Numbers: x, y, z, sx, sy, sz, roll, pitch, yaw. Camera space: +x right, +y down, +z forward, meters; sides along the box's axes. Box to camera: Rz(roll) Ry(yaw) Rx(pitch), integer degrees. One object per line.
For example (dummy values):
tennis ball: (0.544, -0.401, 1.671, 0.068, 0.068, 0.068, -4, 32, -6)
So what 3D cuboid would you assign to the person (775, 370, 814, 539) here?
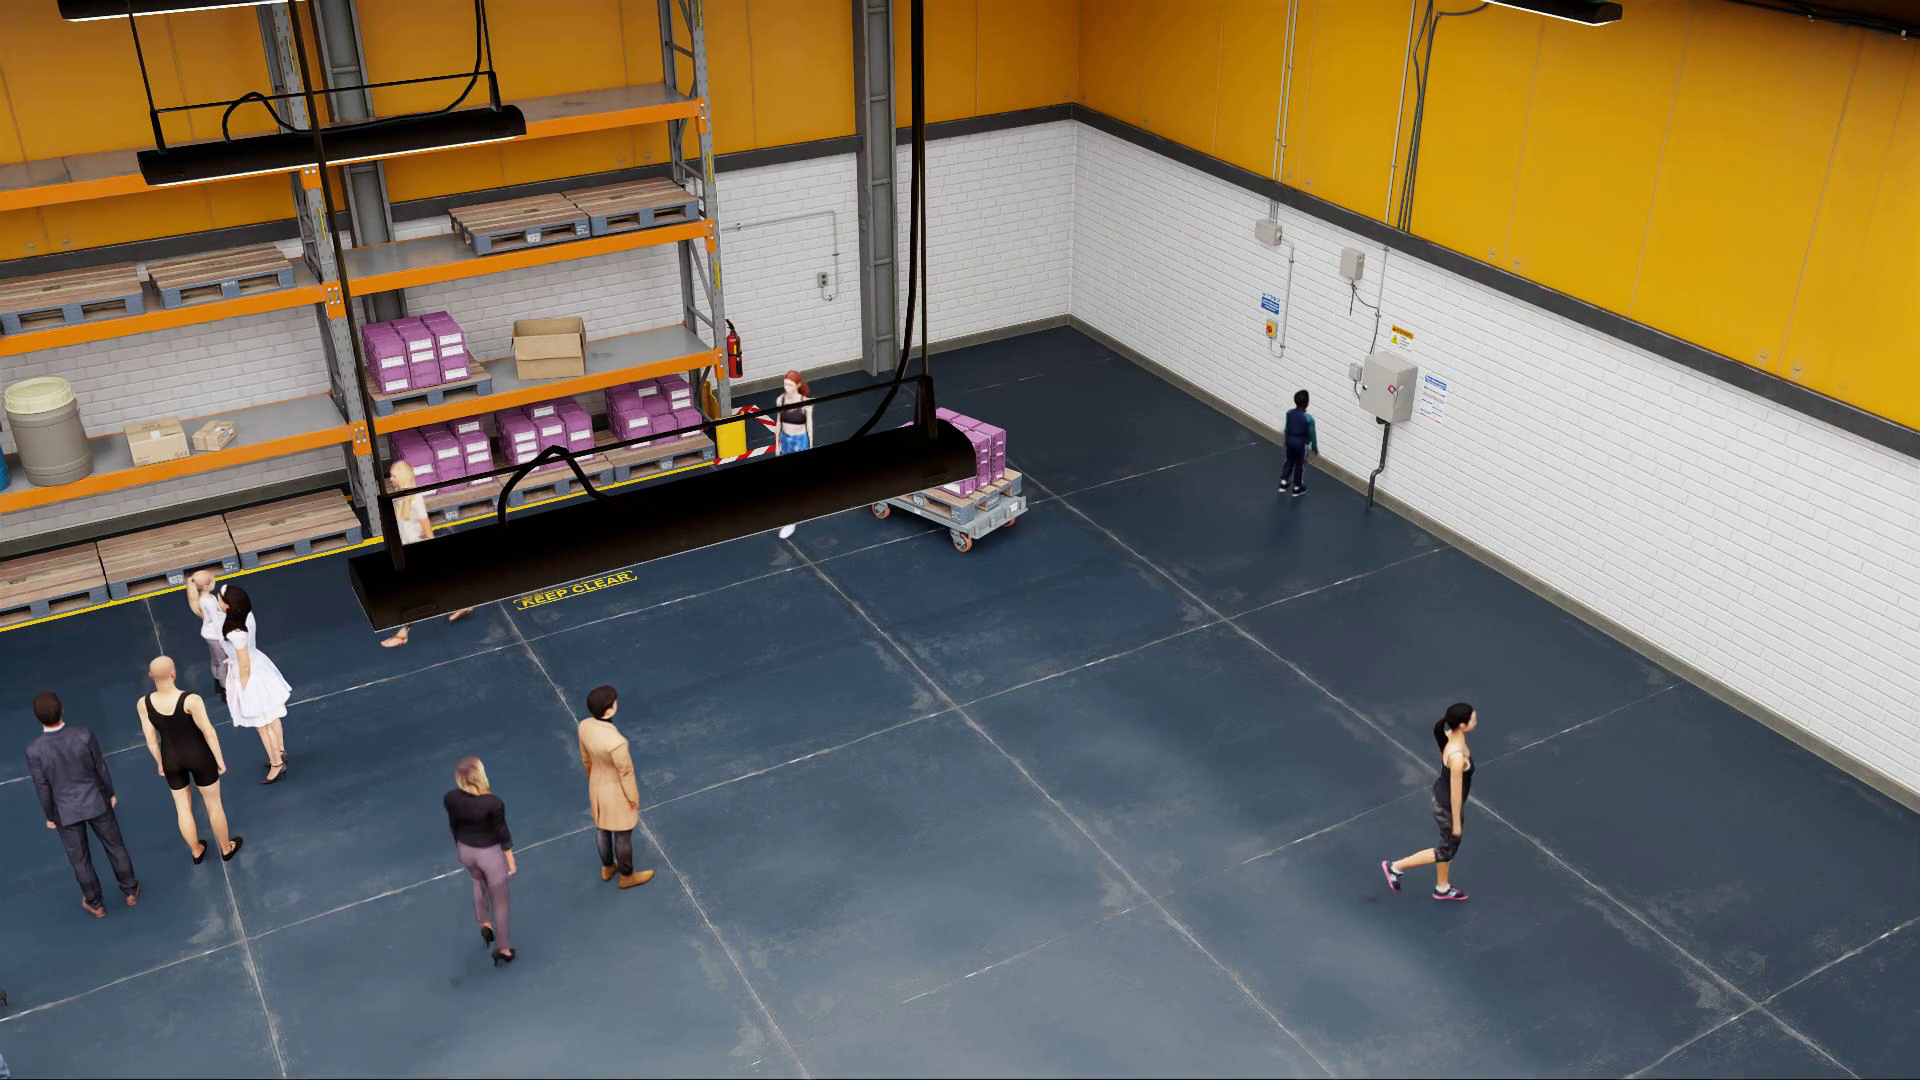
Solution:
person: (-1.685, -0.958, 17.414, 1.029, 1.756, 1.192, 12, 31, 20)

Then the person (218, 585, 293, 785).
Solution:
person: (-5.729, 1.159, 13.469, 0.832, 1.816, 0.797, -6, 29, -10)

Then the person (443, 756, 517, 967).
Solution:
person: (-3.370, 2.278, 11.588, 0.749, 1.655, 0.812, 8, 30, 14)

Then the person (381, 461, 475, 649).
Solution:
person: (-4.949, 0.078, 15.497, 1.244, 1.774, 0.802, -23, 36, -36)

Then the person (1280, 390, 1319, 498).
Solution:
person: (3.664, -1.042, 18.094, 0.584, 1.253, 0.569, -25, 37, -38)

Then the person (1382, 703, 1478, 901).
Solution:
person: (3.484, 1.942, 12.138, 0.987, 1.717, 0.889, 4, 29, 7)

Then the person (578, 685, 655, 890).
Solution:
person: (-2.594, 1.829, 12.337, 0.740, 1.726, 0.749, 20, 34, 32)

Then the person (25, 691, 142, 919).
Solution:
person: (-6.372, 1.911, 12.037, 0.554, 1.868, 0.717, -19, 34, -31)

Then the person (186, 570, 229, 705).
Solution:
person: (-6.558, 0.840, 14.619, 0.517, 1.276, 0.513, -20, 35, -33)

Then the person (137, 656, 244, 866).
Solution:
person: (-5.833, 1.667, 12.543, 0.601, 1.812, 0.766, -3, 29, -6)
